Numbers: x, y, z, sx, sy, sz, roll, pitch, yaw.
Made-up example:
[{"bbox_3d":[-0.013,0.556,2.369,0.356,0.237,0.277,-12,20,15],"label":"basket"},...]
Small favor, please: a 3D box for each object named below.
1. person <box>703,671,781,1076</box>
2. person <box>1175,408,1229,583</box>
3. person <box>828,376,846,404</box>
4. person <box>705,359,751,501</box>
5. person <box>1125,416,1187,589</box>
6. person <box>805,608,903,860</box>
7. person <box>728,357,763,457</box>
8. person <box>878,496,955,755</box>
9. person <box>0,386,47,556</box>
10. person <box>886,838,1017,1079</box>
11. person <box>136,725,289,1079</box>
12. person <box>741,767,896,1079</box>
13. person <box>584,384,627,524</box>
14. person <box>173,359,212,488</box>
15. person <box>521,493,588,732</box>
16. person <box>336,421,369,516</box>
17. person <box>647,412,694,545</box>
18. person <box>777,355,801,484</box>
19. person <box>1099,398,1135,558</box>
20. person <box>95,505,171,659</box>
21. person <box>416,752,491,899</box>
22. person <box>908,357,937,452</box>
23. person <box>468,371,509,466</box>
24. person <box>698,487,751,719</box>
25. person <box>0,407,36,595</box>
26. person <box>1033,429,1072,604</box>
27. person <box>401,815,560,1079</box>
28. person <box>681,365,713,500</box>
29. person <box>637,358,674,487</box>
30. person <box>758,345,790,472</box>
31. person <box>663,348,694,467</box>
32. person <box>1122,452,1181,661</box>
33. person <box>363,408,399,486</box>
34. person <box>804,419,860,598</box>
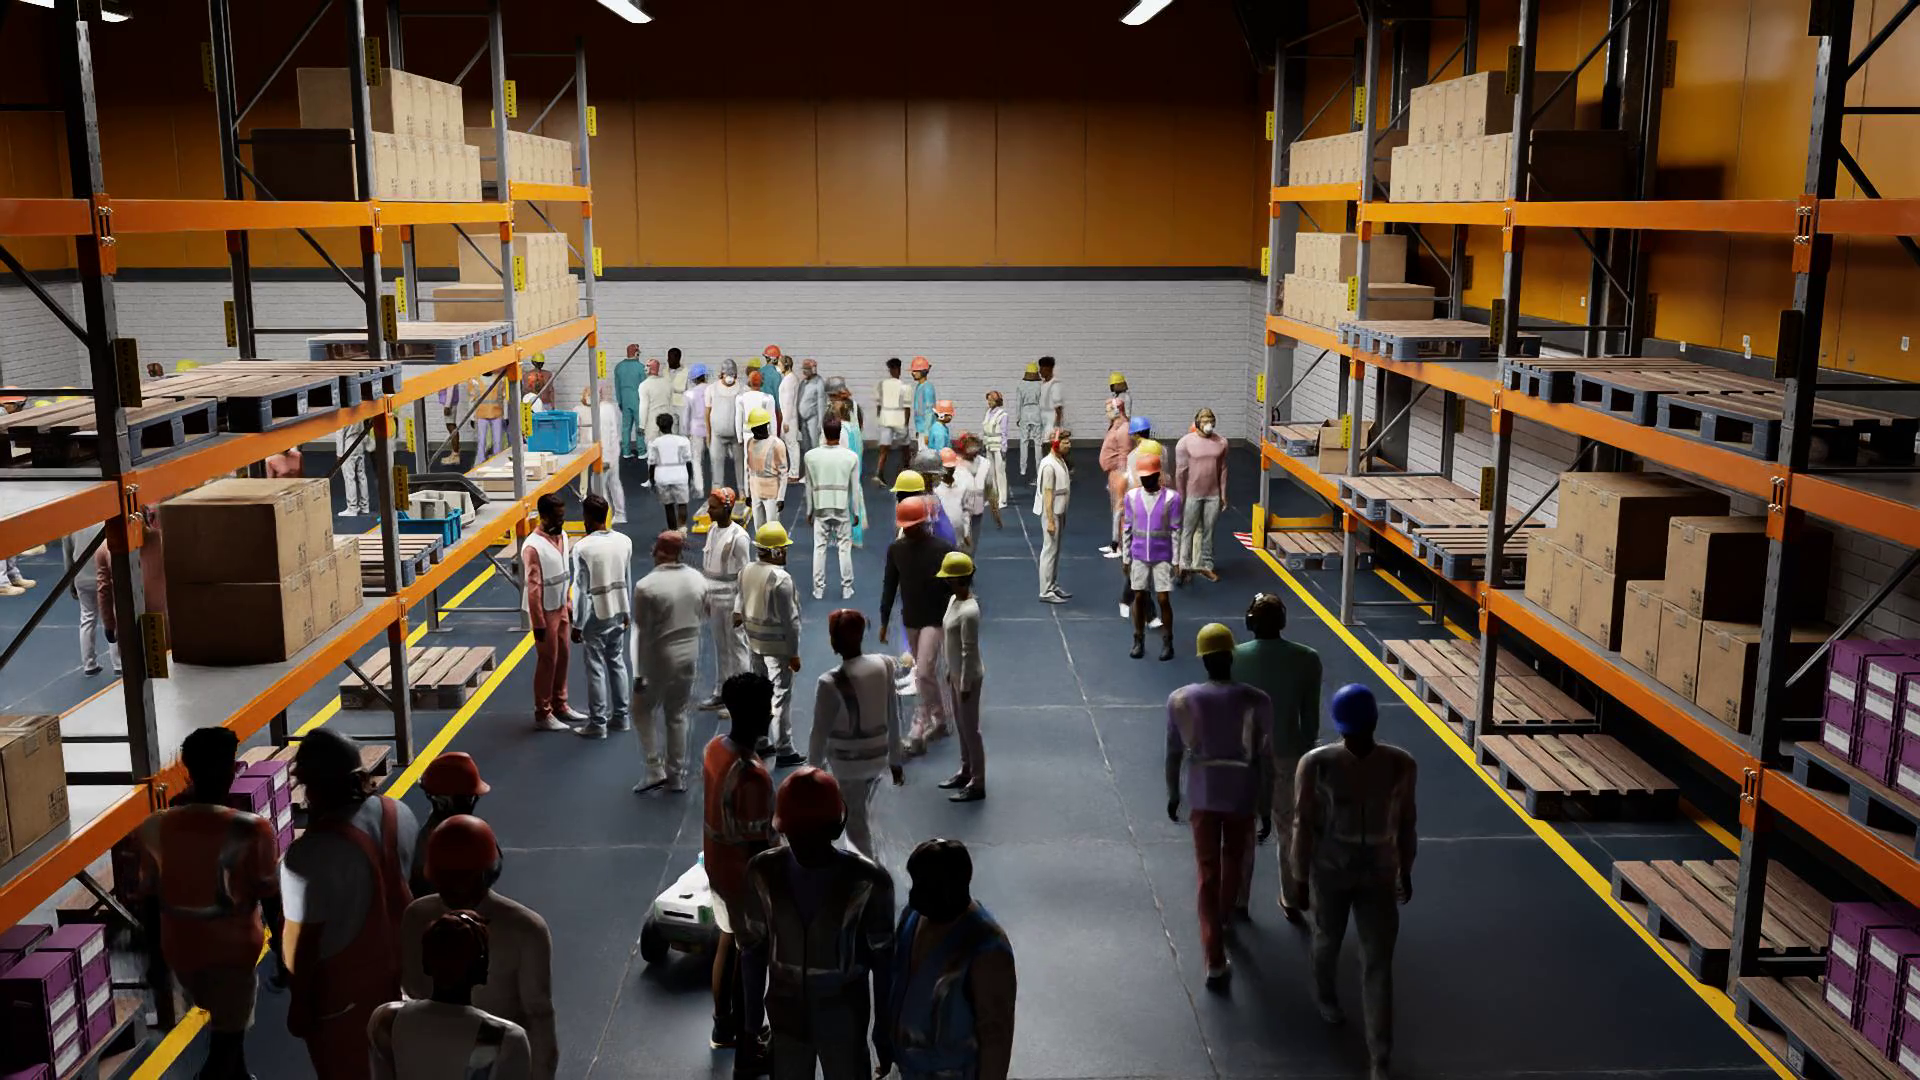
[{"bbox_3d":[-1.027,1.576,7.941,0.371,1.958,0.606,-6,13,-26],"label":"person"},{"bbox_3d":[2.674,-0.491,18.353,0.631,1.940,0.372,-4,12,-17],"label":"person"},{"bbox_3d":[-1.820,-1.617,24.744,0.314,1.642,0.514,-4,12,-21],"label":"person"},{"bbox_3d":[-3.246,-1.546,23.382,0.680,2.000,0.535,-1,11,-7],"label":"person"},{"bbox_3d":[2.064,-0.366,17.811,0.689,1.910,0.636,11,16,44],"label":"person"},{"bbox_3d":[-0.666,1.293,9.578,0.637,1.863,0.623,9,15,39],"label":"person"},{"bbox_3d":[-3.502,-2.139,27.172,0.722,1.716,0.495,3,12,16],"label":"person"},{"bbox_3d":[-0.358,0.640,12.633,0.654,1.950,0.905,8,14,35],"label":"person"},{"bbox_3d":[-11.147,-0.820,19.775,0.398,2.039,0.610,-8,14,-35],"label":"person"},{"bbox_3d":[-0.059,1.982,6.201,0.429,1.839,0.633,-7,13,-32],"label":"person"},{"bbox_3d":[-3.220,1.759,7.122,0.610,1.929,0.967,2,11,8],"label":"person"},{"bbox_3d":[-0.552,1.846,6.369,0.616,2.041,0.379,3,12,13],"label":"person"},{"bbox_3d":[-4.643,-1.095,21.560,0.597,1.877,0.672,-2,11,-8],"label":"person"},{"bbox_3d":[-11.322,-1.707,24.511,0.449,1.912,0.595,-9,14,-37],"label":"person"},{"bbox_3d":[-3.248,0.564,13.148,0.399,1.906,0.603,2,12,12],"label":"person"},{"bbox_3d":[-8.222,-1.194,22.388,0.321,1.736,0.485,4,12,18],"label":"person"},{"bbox_3d":[-3.498,-0.708,20.130,0.559,1.671,0.522,-2,11,-8],"label":"person"},{"bbox_3d":[-2.557,-1.809,24.986,0.365,1.933,0.629,0,11,-2],"label":"person"},{"bbox_3d":[1.847,-0.738,19.691,0.405,1.902,0.636,0,11,0],"label":"person"},{"bbox_3d":[-6.357,0.606,12.969,0.636,1.900,0.399,-4,12,-21],"label":"person"},{"bbox_3d":[-2.251,1.786,7.434,0.371,1.742,0.566,-1,11,-5],"label":"person"},{"bbox_3d":[-0.531,-1.585,23.614,0.421,2.033,0.608,-2,12,-12],"label":"person"},{"bbox_3d":[-7.226,-1.918,25.540,0.591,1.923,0.382,-5,12,-22],"label":"person"},{"bbox_3d":[-1.908,0.502,13.517,0.356,1.882,0.574,-9,14,-38],"label":"person"},{"bbox_3d":[-10.224,-0.432,17.800,0.535,2.000,0.683,-3,12,-17],"label":"person"},{"bbox_3d":[0.968,-0.255,17.425,0.387,1.837,0.561,3,12,15],"label":"person"},{"bbox_3d":[-1.758,1.937,6.071,0.619,1.986,0.410,3,12,17],"label":"person"},{"bbox_3d":[-3.602,-1.504,23.527,0.672,1.904,0.418,-3,12,-12],"label":"person"},{"bbox_3d":[-4.539,-1.738,24.681,0.406,1.911,0.639,8,14,36],"label":"person"},{"bbox_3d":[-2.935,-2.054,26.048,0.394,1.992,0.627,-9,15,-39],"label":"person"},{"bbox_3d":[-4.490,-2.117,26.562,0.590,1.917,0.397,6,13,29],"label":"person"},{"bbox_3d":[1.738,0.148,15.201,0.549,1.924,0.388,4,12,21],"label":"person"},{"bbox_3d":[-8.558,-1.595,24.544,0.572,1.663,0.672,-8,14,-35],"label":"person"},{"bbox_3d":[-1.351,-0.326,17.619,0.589,1.907,0.401,0,11,1],"label":"person"}]
